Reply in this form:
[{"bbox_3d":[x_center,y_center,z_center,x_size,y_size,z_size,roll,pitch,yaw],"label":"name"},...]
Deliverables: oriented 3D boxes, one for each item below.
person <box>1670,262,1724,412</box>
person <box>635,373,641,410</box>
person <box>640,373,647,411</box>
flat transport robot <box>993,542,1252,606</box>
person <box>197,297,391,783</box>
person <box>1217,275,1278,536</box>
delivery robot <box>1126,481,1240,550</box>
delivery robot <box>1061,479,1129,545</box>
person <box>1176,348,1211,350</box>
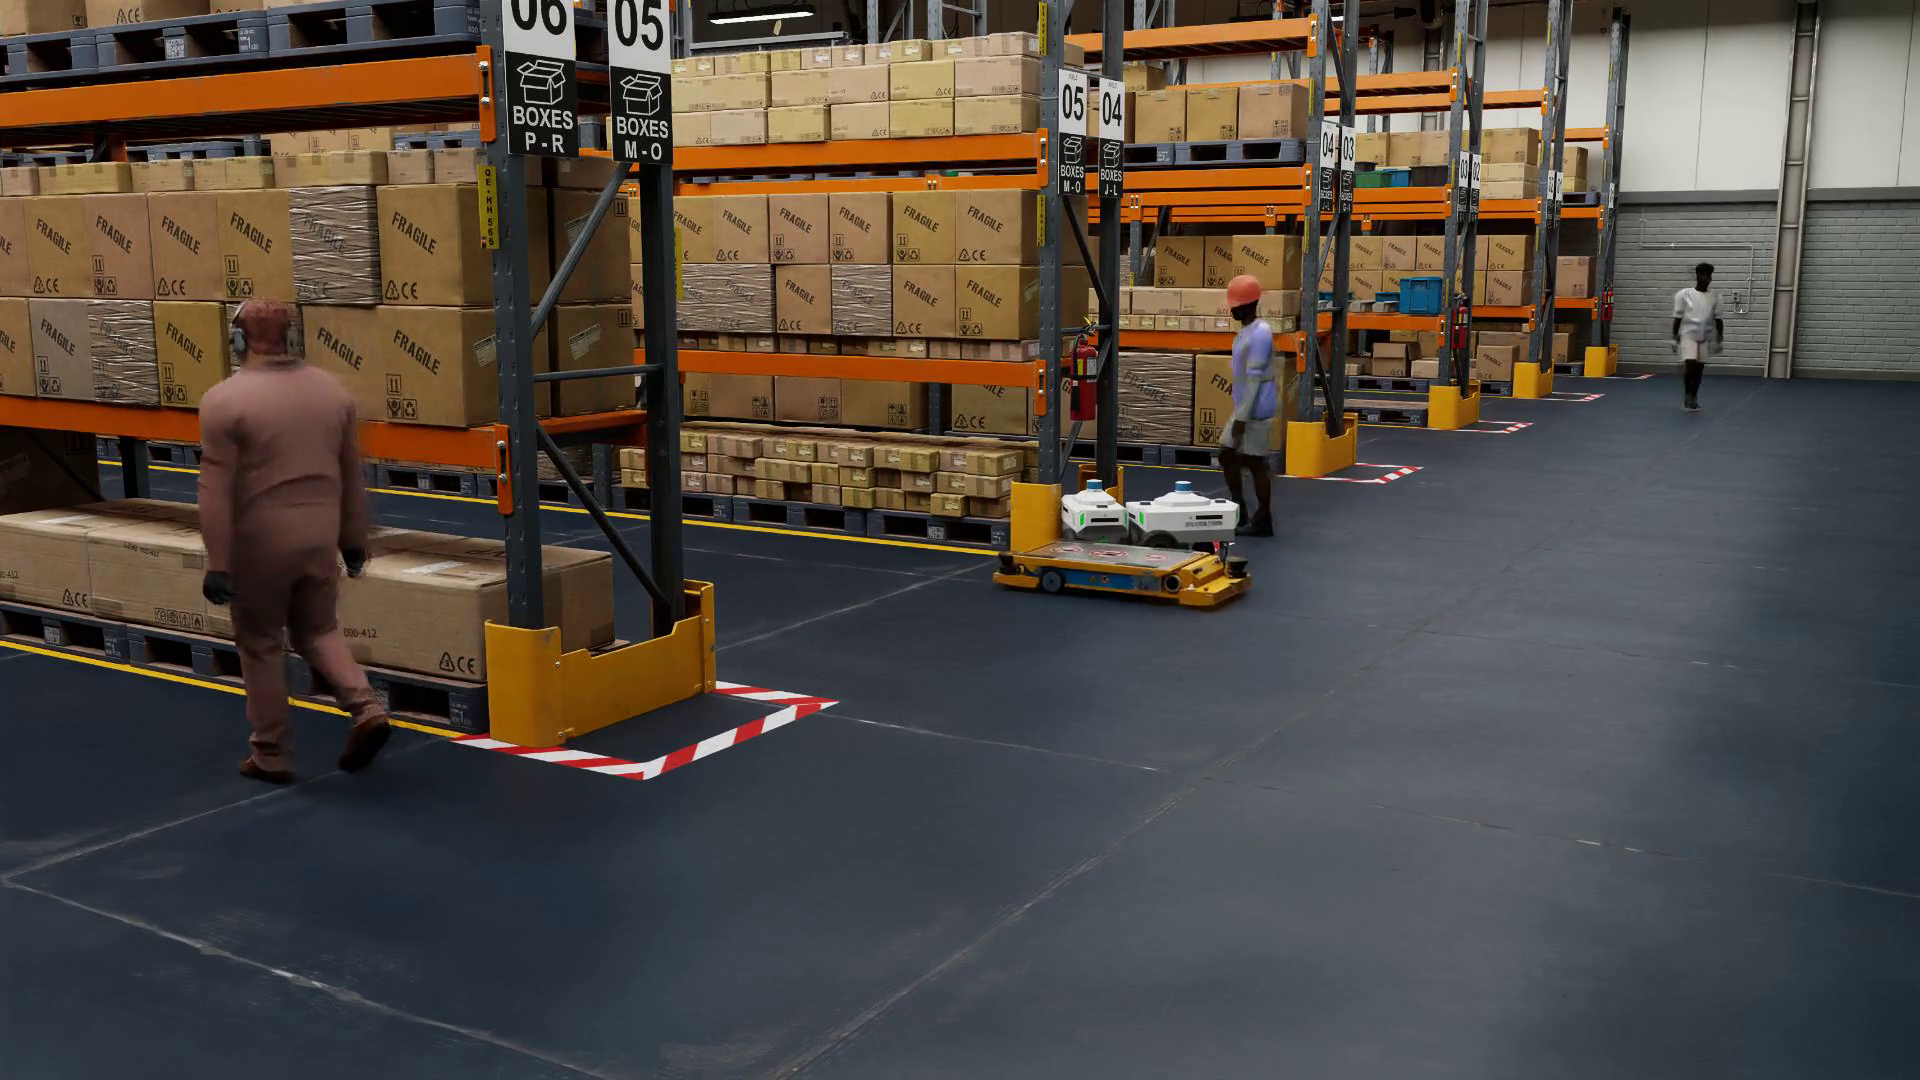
[{"bbox_3d":[9.632,-2.625,21.641,0.637,1.939,0.705,0,10,0],"label":"person"},{"bbox_3d":[-3.123,-1.413,15.462,0.320,1.628,0.508,2,10,11],"label":"person"},{"bbox_3d":[-3.119,-1.682,16.206,0.629,1.913,0.583,-1,10,-4],"label":"person"},{"bbox_3d":[0.980,0.182,10.092,1.431,0.197,0.652,5,11,28],"label":"flat transport robot"},{"bbox_3d":[-2.533,0.018,6.354,0.605,1.883,0.685,6,11,31],"label":"person"},{"bbox_3d":[2.045,-0.937,11.897,0.578,1.894,0.583,-1,10,-6],"label":"person"},{"bbox_3d":[1.458,-0.141,10.881,0.707,0.478,0.477,-2,10,-11],"label":"delivery robot"},{"bbox_3d":[0.882,-0.156,10.966,0.477,0.478,0.707,-1,10,-7],"label":"delivery robot"},{"bbox_3d":[2.613,-2.056,18.104,0.786,2.014,0.618,6,11,30],"label":"person"}]
